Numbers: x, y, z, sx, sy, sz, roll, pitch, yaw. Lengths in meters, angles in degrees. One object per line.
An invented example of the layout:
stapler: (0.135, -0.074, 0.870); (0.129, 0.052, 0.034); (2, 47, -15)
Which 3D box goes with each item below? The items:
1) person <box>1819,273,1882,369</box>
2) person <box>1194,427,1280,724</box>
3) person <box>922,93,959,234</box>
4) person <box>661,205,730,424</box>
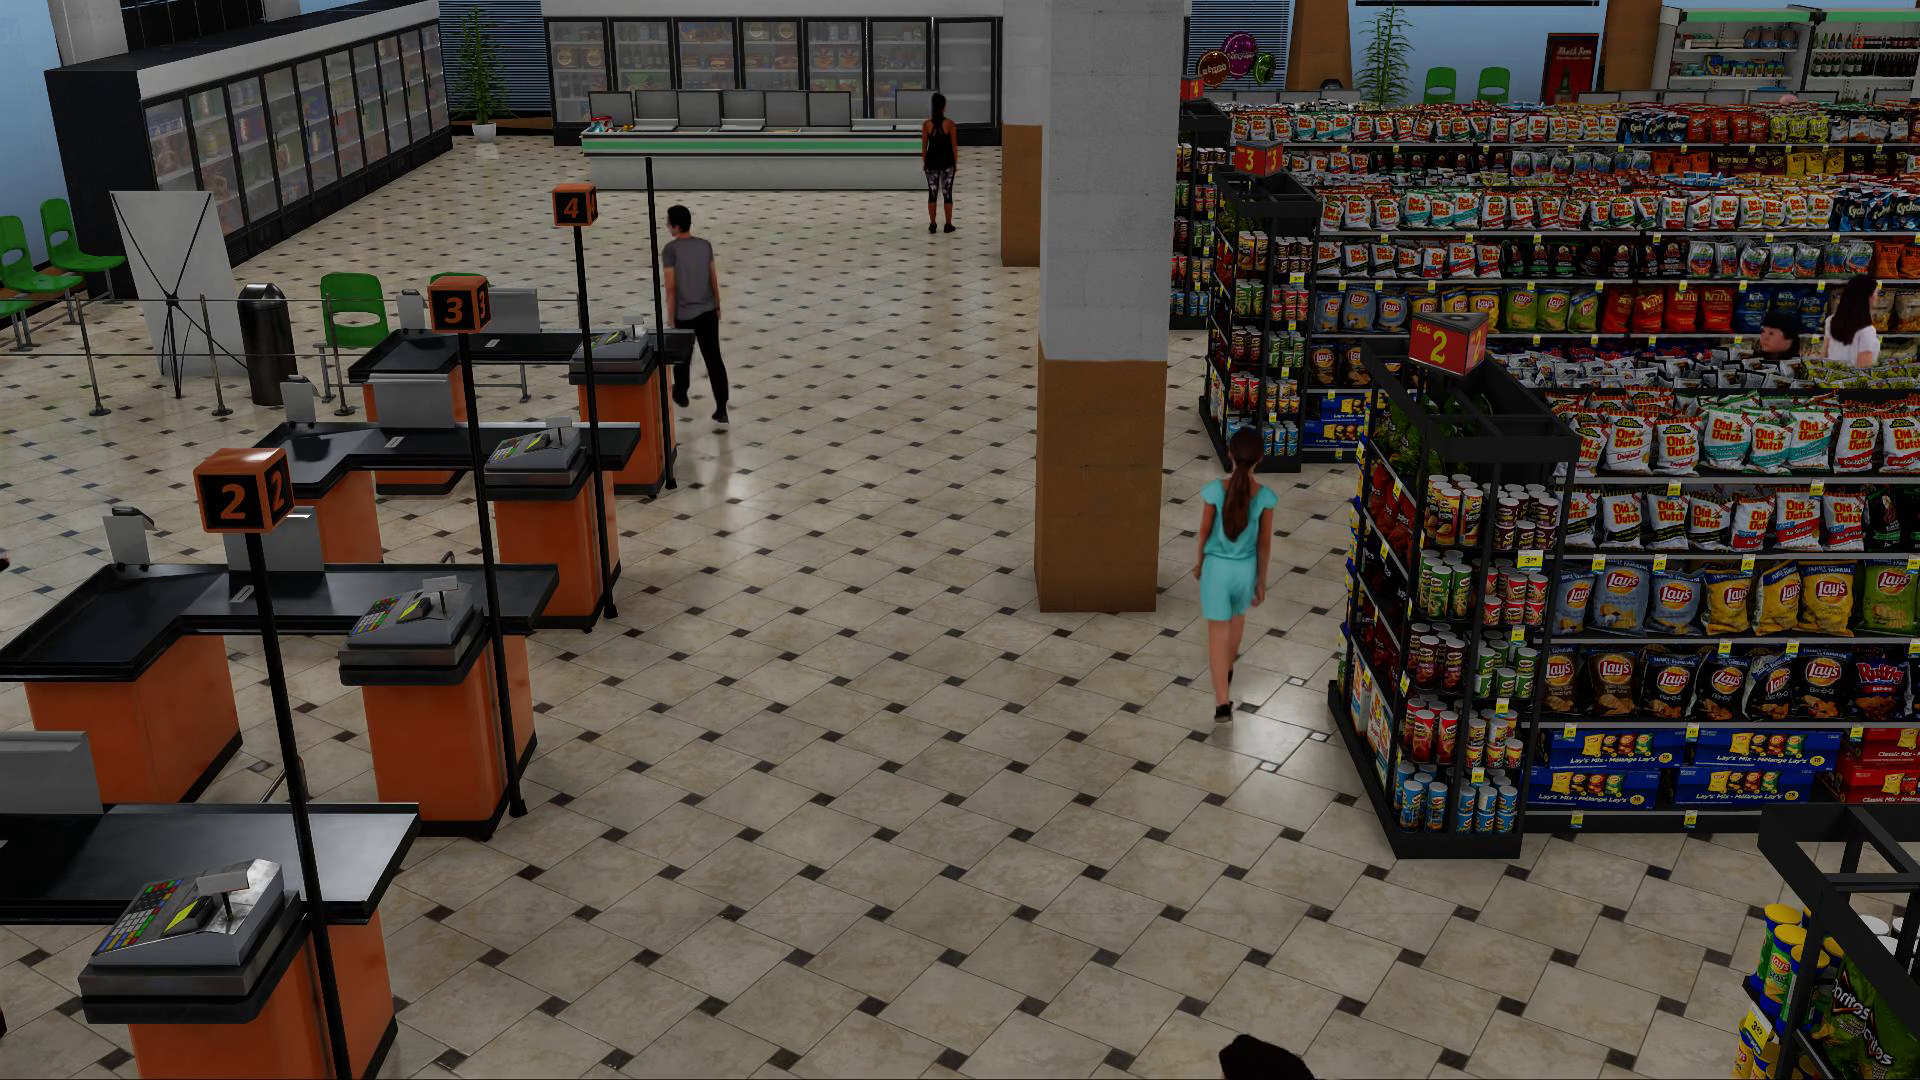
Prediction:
person: (5.769, -0.911, 11.098); (1.147, 1.647, 0.696); (-2, 22, -5)
person: (1.375, 0.213, 8.471); (1.045, 1.520, 0.639); (1, 22, 3)
person: (-0.247, -4.585, 20.206); (0.481, 1.674, 0.662); (3, 22, 7)
person: (-2.050, -1.717, 13.037); (1.232, 1.698, 1.172); (-13, 25, -30)
